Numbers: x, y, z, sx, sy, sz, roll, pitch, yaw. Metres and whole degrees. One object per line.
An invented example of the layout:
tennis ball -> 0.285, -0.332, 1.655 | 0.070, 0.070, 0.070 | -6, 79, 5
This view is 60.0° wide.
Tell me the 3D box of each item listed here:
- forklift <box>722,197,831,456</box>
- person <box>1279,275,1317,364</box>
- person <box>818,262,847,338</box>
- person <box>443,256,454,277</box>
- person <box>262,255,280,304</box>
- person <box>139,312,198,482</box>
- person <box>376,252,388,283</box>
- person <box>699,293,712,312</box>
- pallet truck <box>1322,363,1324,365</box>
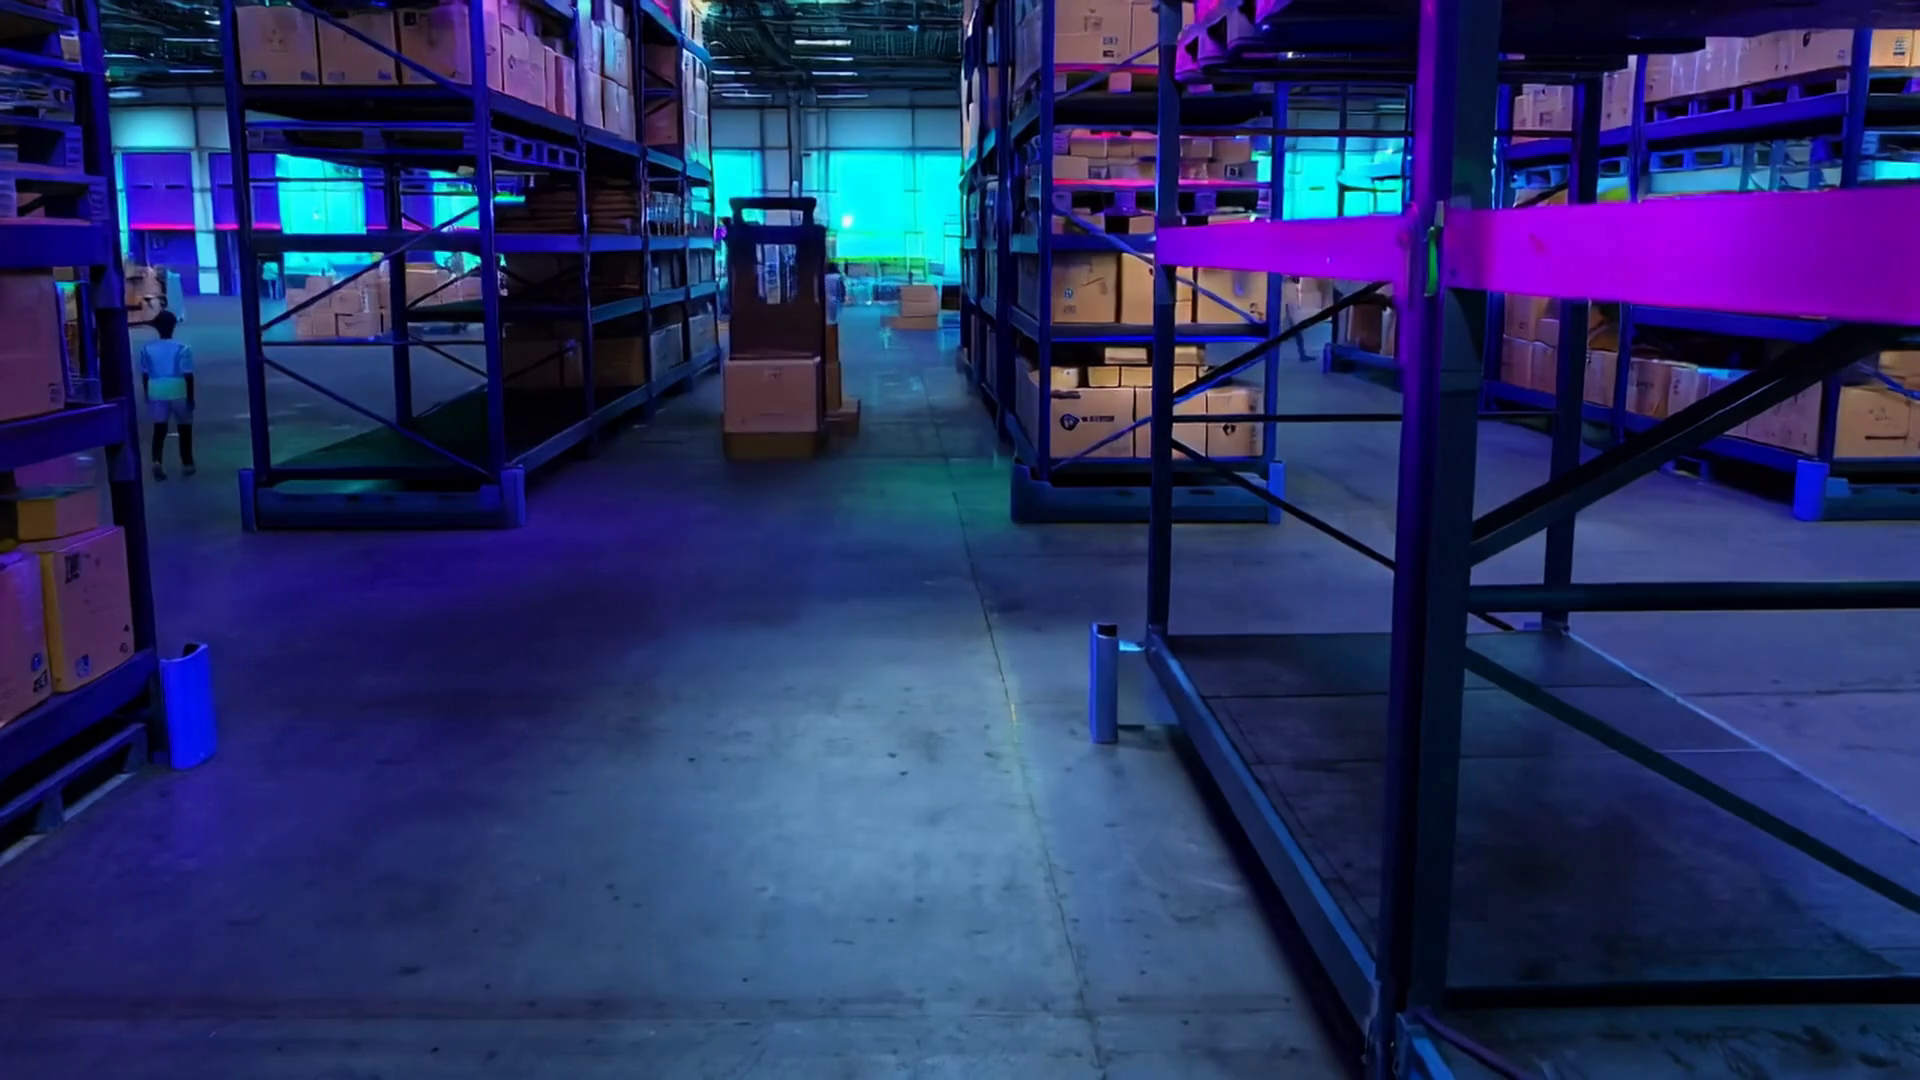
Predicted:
forklift -> -2.051, -2.398, 18.477 | 1.129, 2.768, 1.873 | 0, 10, -2
person -> 6.386, -4.366, 32.142 | 0.994, 1.920, 0.619 | 4, 11, 19
person -> -3.040, -5.674, 39.575 | 0.612, 1.863, 1.019 | 6, 12, 30
person -> -17.401, -8.761, 56.802 | 0.533, 1.849, 0.581 | 9, 14, 41
person -> -25.919, -9.803, 62.625 | 0.429, 1.842, 0.634 | 8, 13, 37
person -> -7.799, -1.408, 16.361 | 0.535, 1.667, 0.827 | -1, 10, -6
person -> -21.832, -9.910, 62.861 | 0.435, 1.981, 0.629 | -7, 12, -34
person -> -4.935, -4.312, 31.882 | 0.565, 1.895, 0.675 | 4, 11, 21
pallet truck -> 7.712, -4.157, 30.737 | 1.885, 1.965, 0.823 | 3, 11, 16
